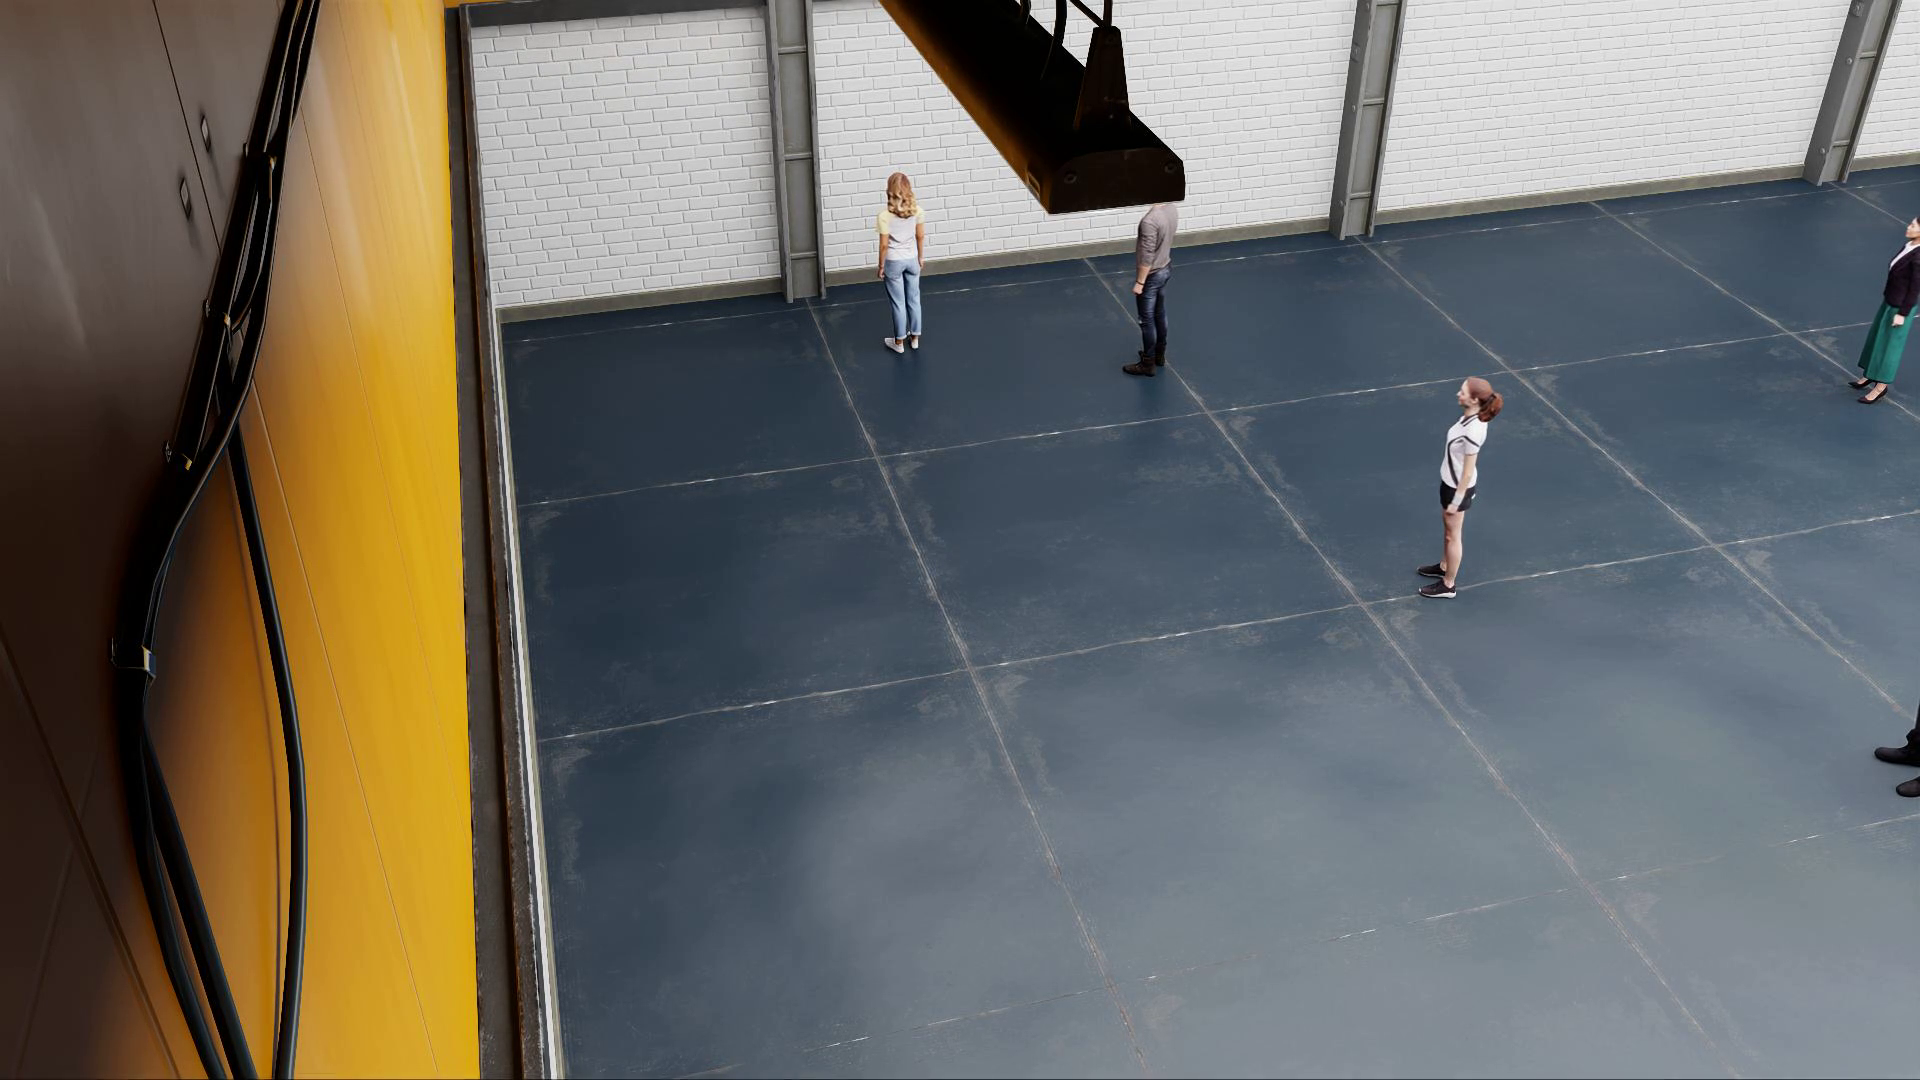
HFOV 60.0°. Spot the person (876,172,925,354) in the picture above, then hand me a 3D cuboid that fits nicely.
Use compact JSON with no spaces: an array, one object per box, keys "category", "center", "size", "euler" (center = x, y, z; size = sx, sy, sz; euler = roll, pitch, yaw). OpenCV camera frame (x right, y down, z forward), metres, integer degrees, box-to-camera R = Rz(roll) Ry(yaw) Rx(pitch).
[{"category":"person","center":[-0.535,-2.541,15.265],"size":[0.557,1.723,0.735],"euler":[-17,37,-24]}]

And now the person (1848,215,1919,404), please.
[{"category":"person","center":[8.157,-2.017,14.464],"size":[0.700,1.738,0.713],"euler":[8,34,12]}]

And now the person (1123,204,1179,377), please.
[{"category":"person","center":[1.730,-2.382,14.863],"size":[0.834,1.903,0.766],"euler":[19,38,26]}]

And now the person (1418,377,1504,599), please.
[{"category":"person","center":[3.598,-0.388,11.999],"size":[0.682,1.752,0.651],"euler":[6,34,9]}]
